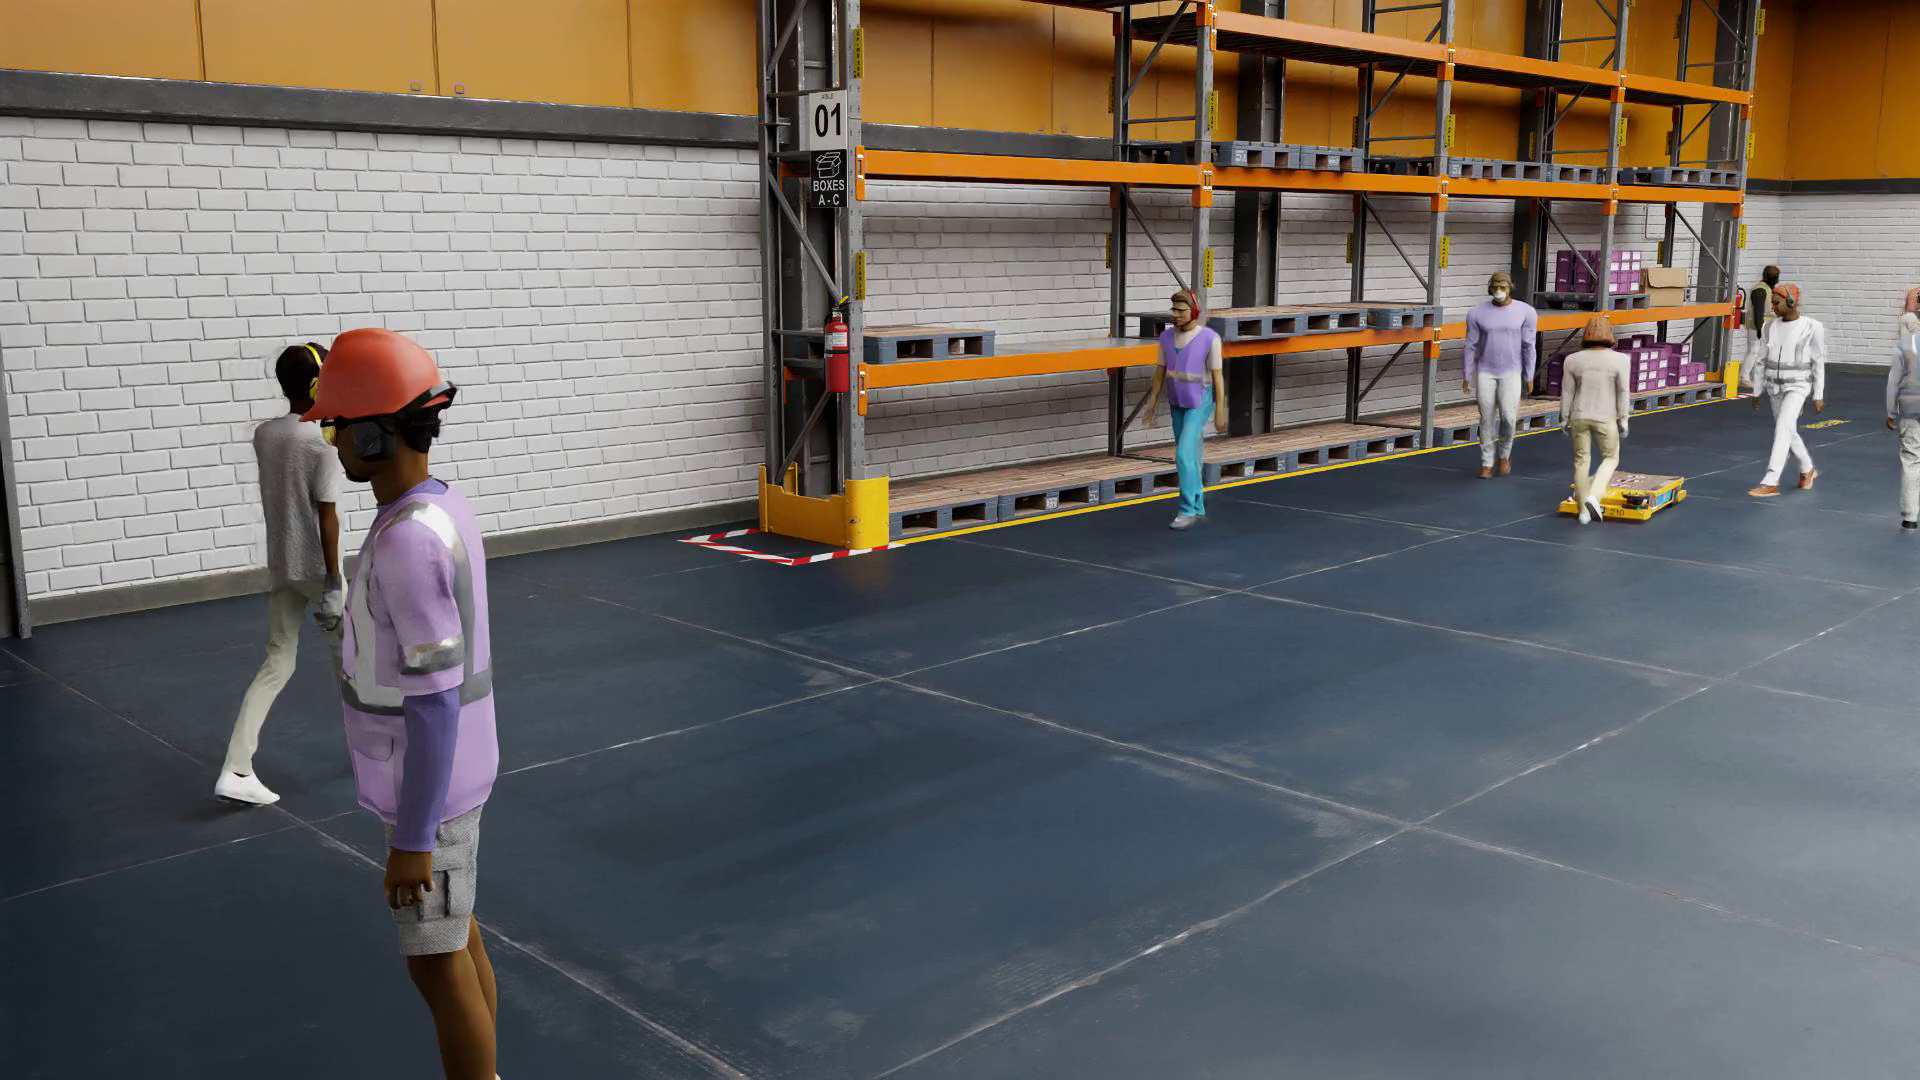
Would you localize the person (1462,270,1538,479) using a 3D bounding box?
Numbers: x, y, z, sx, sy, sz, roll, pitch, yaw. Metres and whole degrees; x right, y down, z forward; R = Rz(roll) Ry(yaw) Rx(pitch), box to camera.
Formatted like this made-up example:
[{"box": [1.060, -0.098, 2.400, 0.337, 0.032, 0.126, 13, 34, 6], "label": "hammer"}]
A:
[{"box": [4.940, -1.510, 15.303, 0.649, 1.919, 0.448, 5, 12, 26], "label": "person"}]

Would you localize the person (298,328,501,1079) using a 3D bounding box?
[{"box": [-1.239, 0.547, 3.758, 0.381, 2.040, 0.616, -2, 11, -13], "label": "person"}]

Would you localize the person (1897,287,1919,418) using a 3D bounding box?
[{"box": [11.410, -2.334, 19.620, 0.634, 1.983, 0.539, 0, 10, 1], "label": "person"}]

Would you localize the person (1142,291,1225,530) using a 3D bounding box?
[{"box": [1.691, -0.986, 12.732, 0.710, 1.819, 0.578, -8, 13, -36], "label": "person"}]

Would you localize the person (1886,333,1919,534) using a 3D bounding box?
[{"box": [7.395, -0.966, 12.676, 0.609, 1.789, 0.840, 6, 12, 30], "label": "person"}]

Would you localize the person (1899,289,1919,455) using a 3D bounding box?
[{"box": [9.554, -1.660, 16.472, 0.523, 1.801, 0.986, 5, 11, 24], "label": "person"}]

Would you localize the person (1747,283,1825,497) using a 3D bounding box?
[{"box": [7.235, -1.315, 14.479, 0.972, 1.843, 0.599, -6, 12, -29], "label": "person"}]

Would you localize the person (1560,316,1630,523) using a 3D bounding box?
[{"box": [4.892, -0.917, 12.855, 0.526, 1.619, 0.419, 7, 12, 32], "label": "person"}]

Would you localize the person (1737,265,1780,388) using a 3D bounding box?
[{"box": [11.743, -3.126, 24.440, 0.645, 1.804, 0.530, -9, 14, -41], "label": "person"}]

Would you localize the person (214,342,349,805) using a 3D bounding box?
[{"box": [-2.647, 0.126, 6.663, 0.538, 1.830, 0.964, 5, 12, 27], "label": "person"}]

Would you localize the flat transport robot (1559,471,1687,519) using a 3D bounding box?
[{"box": [5.468, -0.383, 13.664, 0.652, 0.197, 1.431, 7, 13, 35], "label": "flat transport robot"}]
